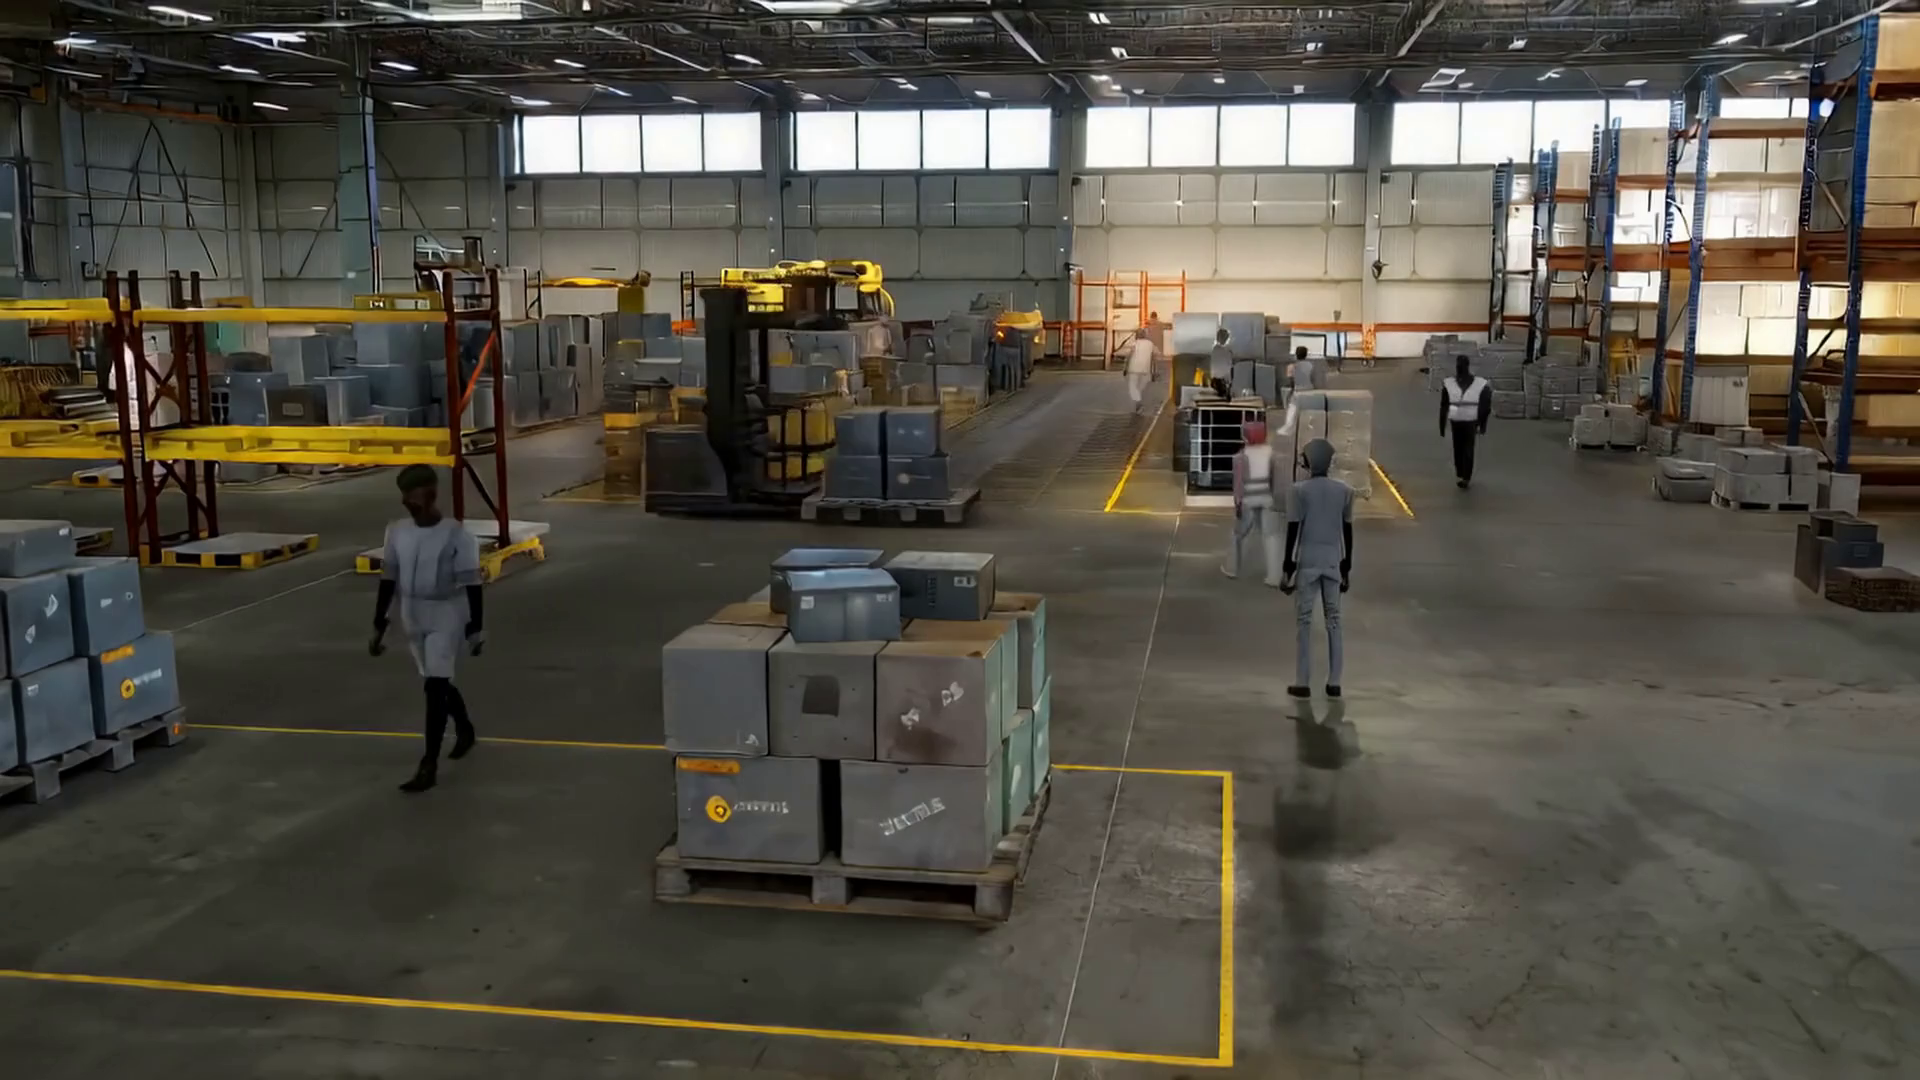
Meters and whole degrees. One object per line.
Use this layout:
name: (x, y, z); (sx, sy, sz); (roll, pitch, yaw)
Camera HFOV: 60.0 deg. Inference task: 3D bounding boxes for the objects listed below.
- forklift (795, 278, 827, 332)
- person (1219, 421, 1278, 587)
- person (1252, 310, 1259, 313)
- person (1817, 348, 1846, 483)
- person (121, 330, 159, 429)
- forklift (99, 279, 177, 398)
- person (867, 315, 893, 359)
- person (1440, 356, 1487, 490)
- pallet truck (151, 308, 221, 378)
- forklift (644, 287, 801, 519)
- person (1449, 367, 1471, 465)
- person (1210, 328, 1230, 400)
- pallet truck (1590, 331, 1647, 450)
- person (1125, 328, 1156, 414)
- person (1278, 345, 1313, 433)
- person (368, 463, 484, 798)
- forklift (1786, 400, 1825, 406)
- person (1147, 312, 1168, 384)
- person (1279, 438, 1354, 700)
forklift: (-3.822, -5.321, 42.732); (1.873, 2.768, 1.129); (-9, 13, -43)
person: (2.843, -0.361, 16.117); (0.516, 1.587, 0.887); (-3, 10, -18)
person: (8.102, -5.340, 45.742); (0.372, 1.939, 0.544); (-8, 12, -42)
person: (12.481, -1.770, 23.748); (0.376, 1.932, 0.543); (2, 9, 12)
person: (-15.420, -3.001, 31.330); (0.629, 1.937, 0.377); (-6, 11, -33)
forklift: (-19.606, -4.720, 39.027); (1.873, 2.768, 1.129); (1, 9, 9)
person: (-1.975, -4.780, 42.414); (0.664, 1.892, 0.938); (5, 11, 30)
person: (6.970, -1.617, 23.006); (0.623, 1.863, 0.998); (3, 10, 20)
pallet truck: (-21.869, -5.598, 47.154); (0.823, 1.965, 1.885); (4, 10, 26)
forklift: (-2.872, -1.717, 20.502); (1.873, 2.768, 1.129); (1, 9, 9)
person: (7.871, -1.985, 26.004); (0.314, 1.632, 0.524); (-1, 9, -3)
person: (4.983, -3.069, 31.738); (0.361, 1.939, 0.635); (-2, 9, -13)
pallet truck: (11.253, -2.573, 28.499); (0.823, 1.965, 1.885); (5, 10, 27)
person: (3.798, -3.557, 35.126); (0.669, 1.819, 0.460); (-2, 9, -14)
person: (6.295, -2.791, 30.876); (0.538, 1.660, 0.753); (-5, 10, -28)
person: (-3.128, 0.484, 9.922); (0.600, 1.917, 0.975); (3, 10, 19)
forklift: (19.247, -4.327, 36.601); (1.129, 2.768, 1.873); (-7, 11, -36)
person: (5.185, -5.127, 44.433); (1.010, 1.945, 0.631); (6, 11, 34)
person: (2.519, 0.207, 11.769); (0.521, 1.865, 0.334); (-1, 9, -3)
